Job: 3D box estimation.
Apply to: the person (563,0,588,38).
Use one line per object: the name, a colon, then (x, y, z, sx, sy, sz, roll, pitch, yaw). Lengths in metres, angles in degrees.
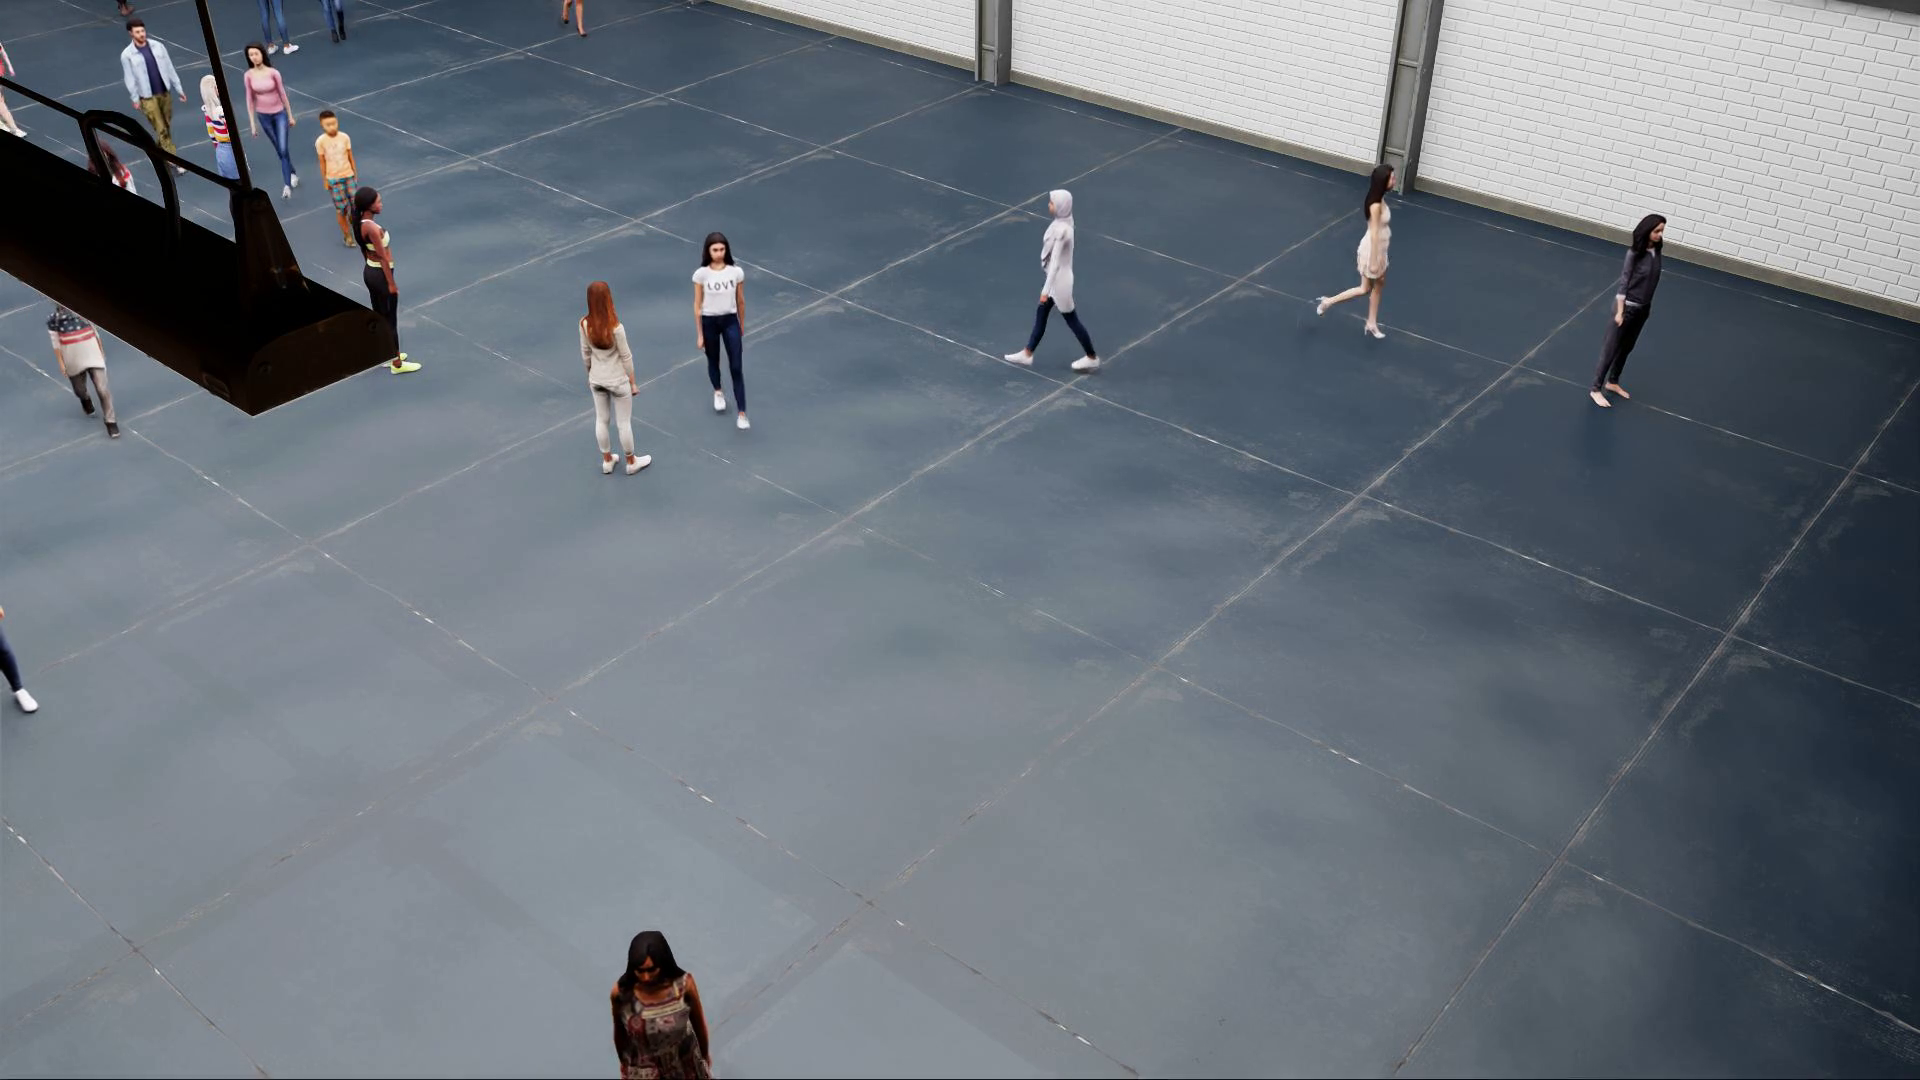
person: (-5.591, -8.075, 23.838, 0.665, 1.639, 0.820, -22, 40, -30)

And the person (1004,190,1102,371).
person: (0.990, -2.294, 15.058, 1.212, 1.732, 1.052, 3, 34, 4)

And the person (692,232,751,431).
person: (-2.102, -1.850, 14.392, 1.017, 1.729, 1.170, -8, 34, -12)

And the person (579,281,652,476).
person: (-2.864, -1.309, 13.593, 0.614, 1.713, 0.730, 10, 35, 15)

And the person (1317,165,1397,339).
person: (3.800, -2.697, 15.676, 0.996, 1.718, 0.765, 11, 35, 16)

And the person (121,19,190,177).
person: (-9.401, -5.170, 19.344, 1.078, 1.776, 0.703, 23, 40, 30)

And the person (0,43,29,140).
person: (-11.875, -5.759, 20.293, 1.117, 1.707, 0.618, 22, 40, 30)

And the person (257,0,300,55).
person: (-9.635, -7.646, 23.100, 0.652, 1.742, 0.748, 3, 34, 4)

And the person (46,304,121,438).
person: (-7.558, -1.601, 14.292, 0.682, 1.425, 0.925, -20, 39, -27)

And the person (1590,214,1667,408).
person: (5.909, -2.052, 14.664, 0.662, 1.765, 0.625, -19, 38, -26)

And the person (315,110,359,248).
person: (-6.615, -3.864, 17.674, 0.607, 1.449, 0.691, -21, 39, -28)

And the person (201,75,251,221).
person: (-7.726, -4.037, 17.611, 0.430, 1.809, 0.710, 24, 41, 32)

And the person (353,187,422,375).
person: (-5.290, -2.360, 15.135, 0.652, 1.755, 0.494, -25, 41, -32)

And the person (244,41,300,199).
person: (-7.765, -4.802, 18.849, 1.001, 1.712, 1.083, -4, 34, -6)

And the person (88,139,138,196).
person: (-8.351, -3.209, 16.541, 0.666, 1.613, 0.646, -15, 36, -21)

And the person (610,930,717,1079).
person: (-1.423, 2.445, 8.022, 0.984, 1.627, 1.067, -4, 34, -7)
